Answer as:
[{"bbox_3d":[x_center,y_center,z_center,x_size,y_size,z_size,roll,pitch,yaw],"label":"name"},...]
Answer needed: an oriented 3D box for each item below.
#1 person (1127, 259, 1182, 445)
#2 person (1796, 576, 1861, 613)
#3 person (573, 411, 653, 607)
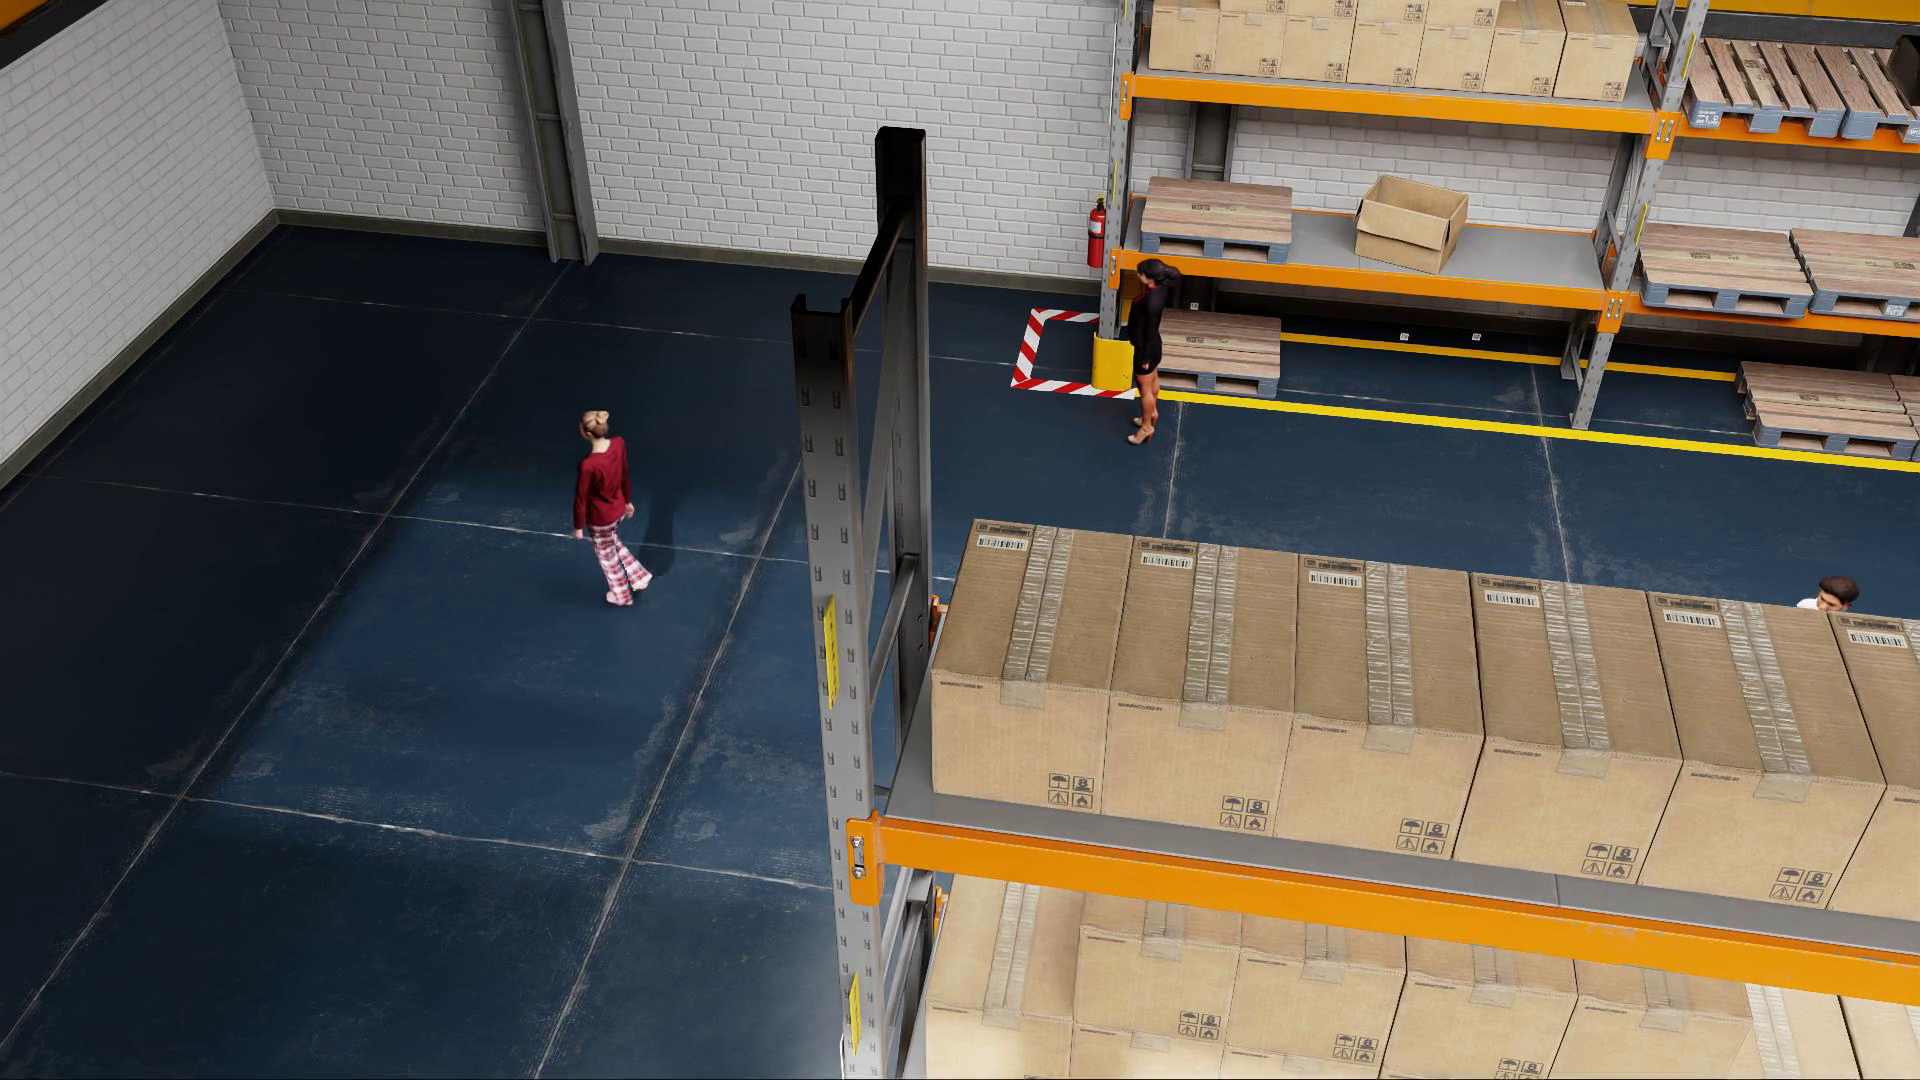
[{"bbox_3d":[1.509,-1.520,13.318,0.615,1.637,0.581,10,40,12],"label":"person"},{"bbox_3d":[5.274,0.847,10.297,0.831,1.709,0.807,-16,41,-19],"label":"person"},{"bbox_3d":[-2.413,-0.181,11.599,0.726,1.690,0.699,15,41,18],"label":"person"}]
